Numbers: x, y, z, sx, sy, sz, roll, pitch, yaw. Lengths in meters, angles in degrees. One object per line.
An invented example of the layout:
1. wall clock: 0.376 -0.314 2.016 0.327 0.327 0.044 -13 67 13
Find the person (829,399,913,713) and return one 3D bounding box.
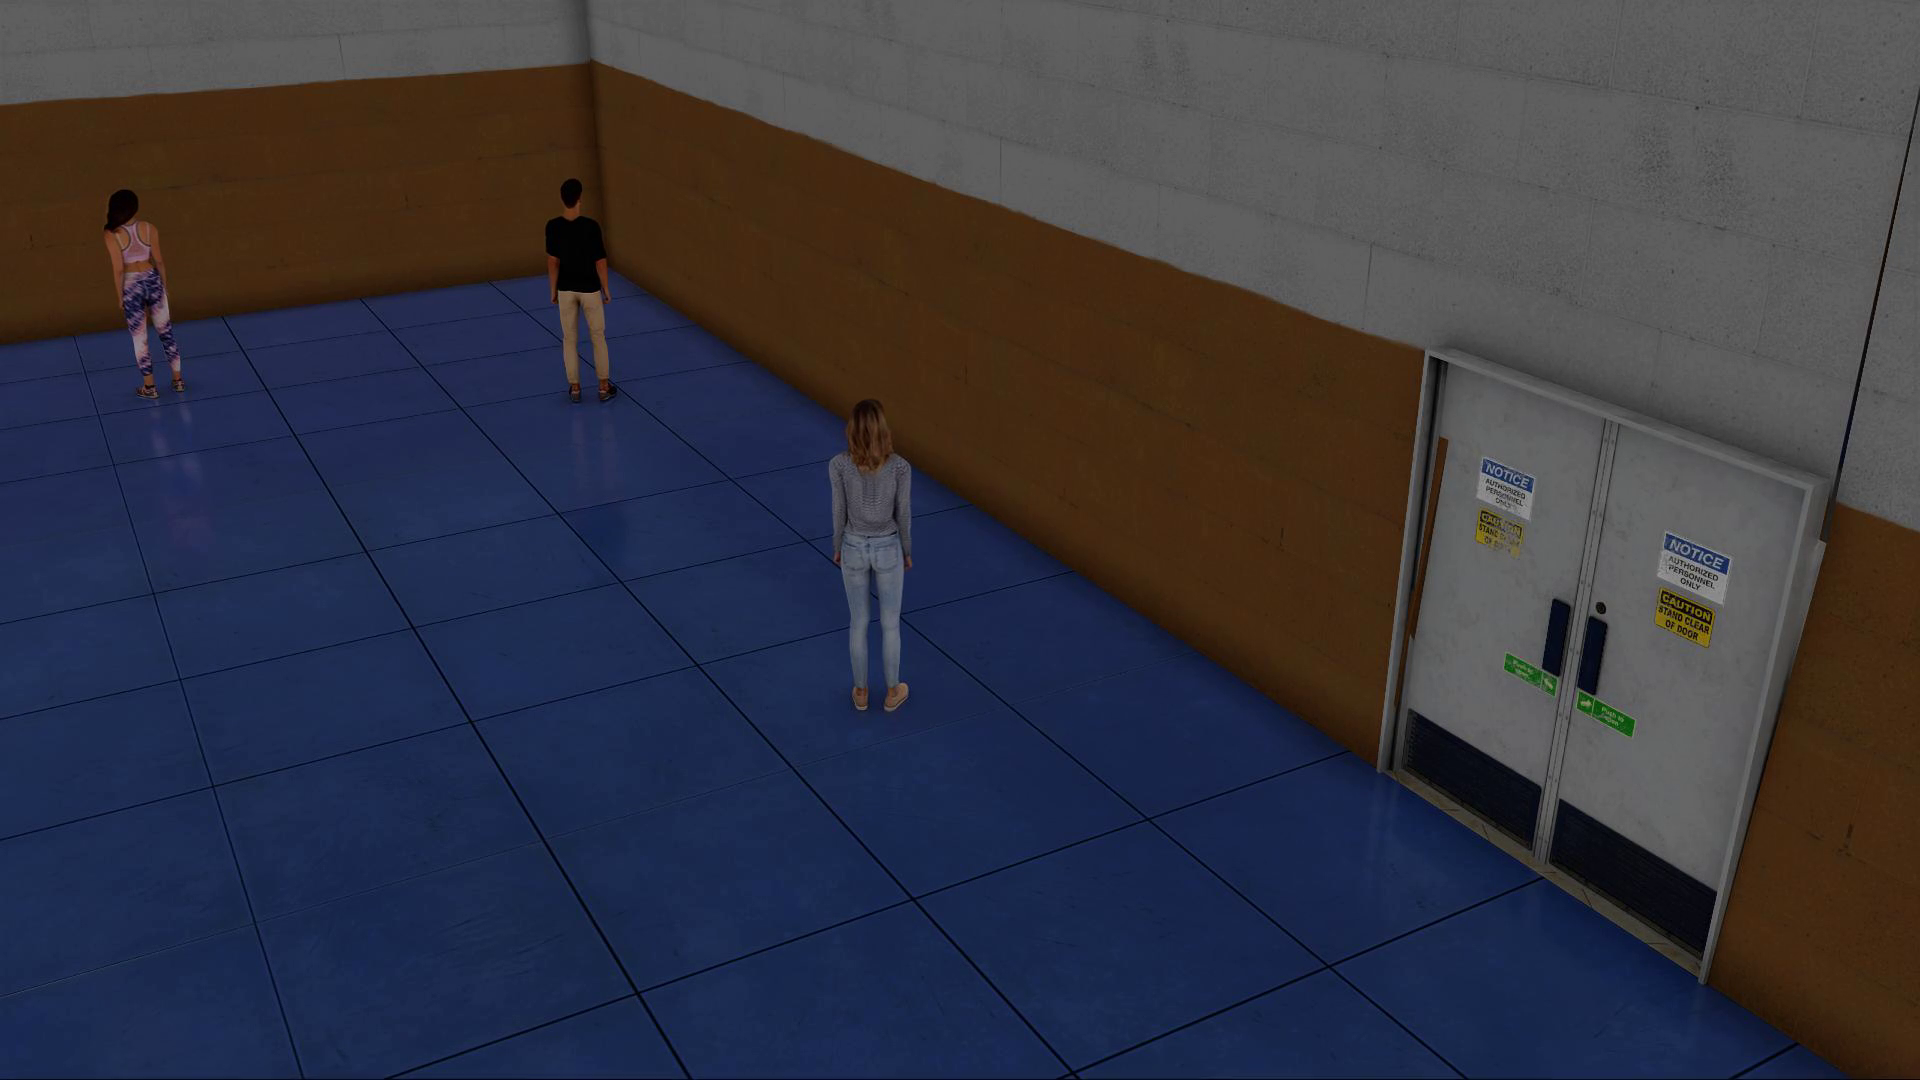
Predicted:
1. person: -0.479 0.088 9.040 0.616 1.795 0.718 2 24 4

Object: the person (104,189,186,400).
1. person: -6.895 -2.084 14.037 0.706 1.767 0.567 21 31 39

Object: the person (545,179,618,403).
1. person: -3.179 -2.080 13.885 0.637 1.857 0.781 -1 24 -3
